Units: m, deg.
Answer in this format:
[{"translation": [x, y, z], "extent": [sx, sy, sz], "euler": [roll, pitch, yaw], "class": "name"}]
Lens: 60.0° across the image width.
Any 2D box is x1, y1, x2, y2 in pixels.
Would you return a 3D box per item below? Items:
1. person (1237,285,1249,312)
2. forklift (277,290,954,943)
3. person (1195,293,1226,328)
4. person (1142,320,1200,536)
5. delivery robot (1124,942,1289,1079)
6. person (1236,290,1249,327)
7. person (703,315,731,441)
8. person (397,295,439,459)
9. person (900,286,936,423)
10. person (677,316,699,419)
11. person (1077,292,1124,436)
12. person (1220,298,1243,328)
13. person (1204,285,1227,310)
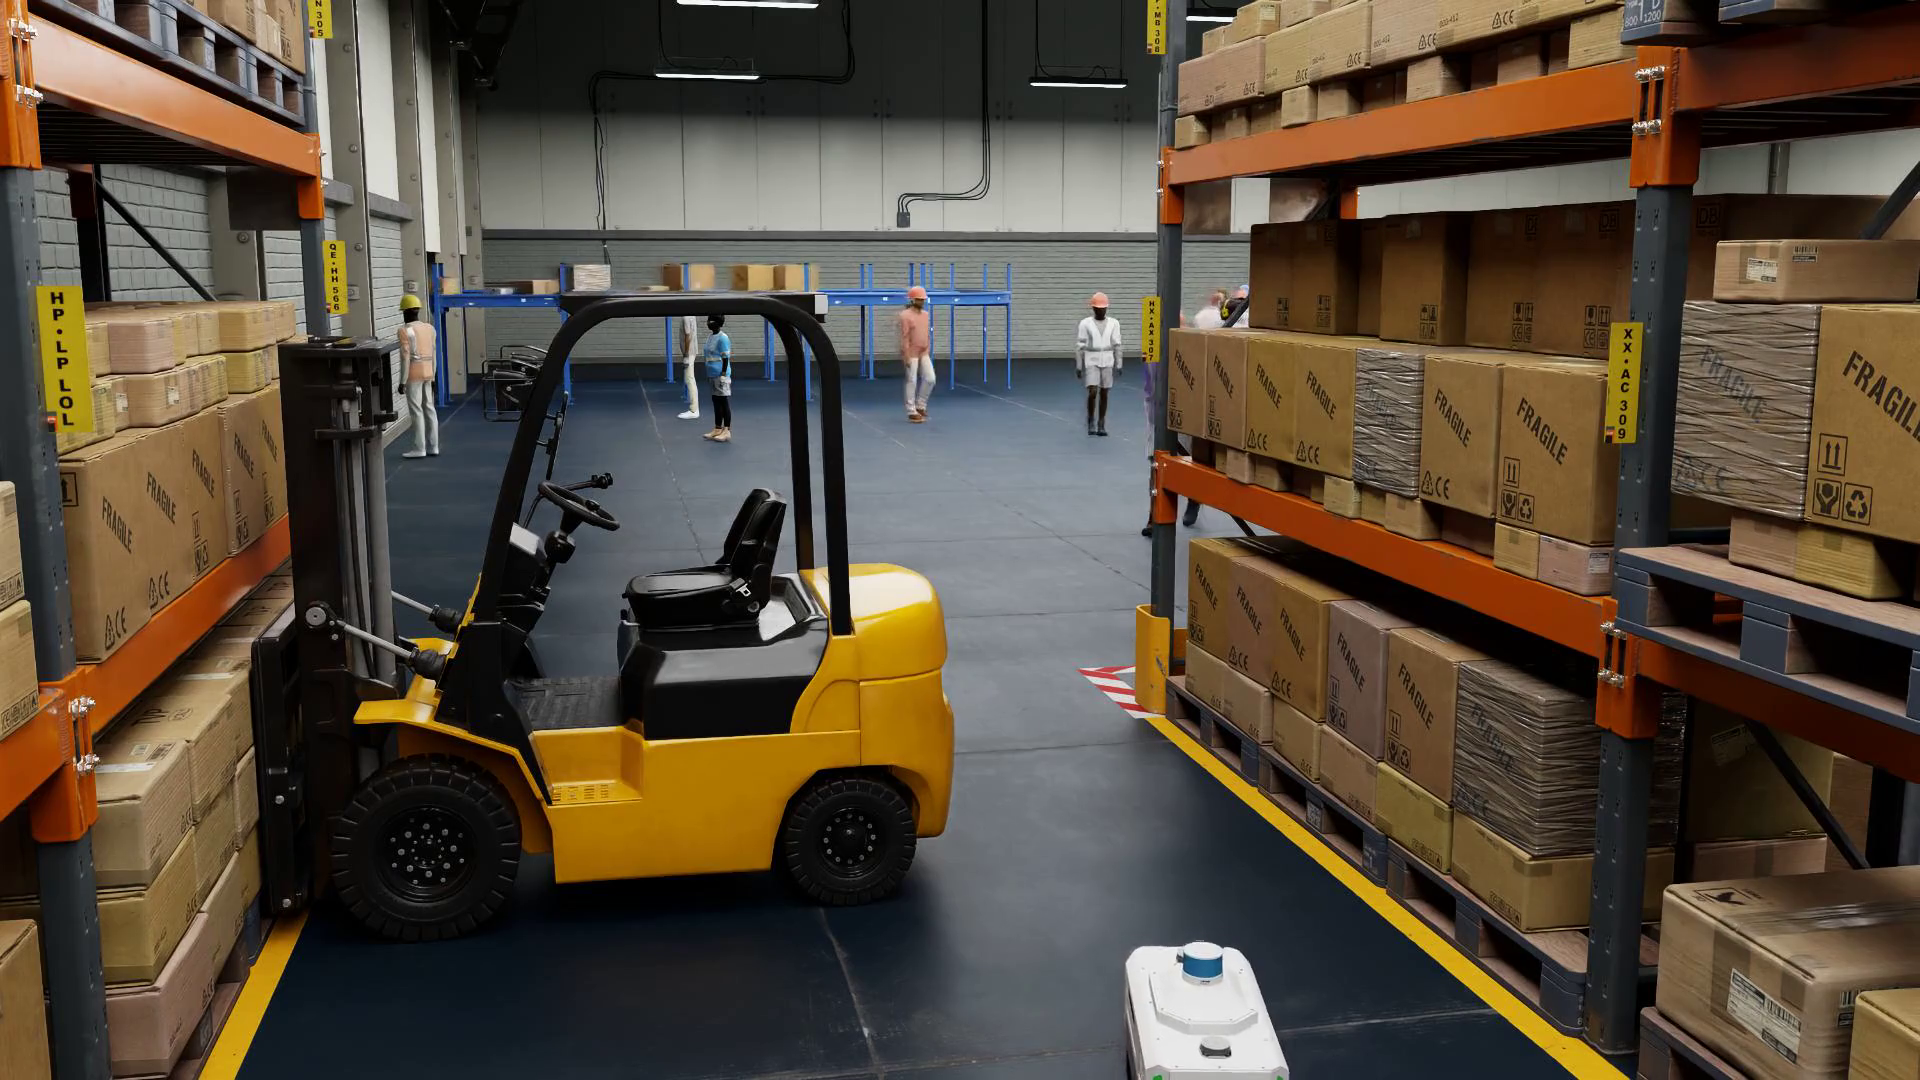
[{"translation": [4.889, -3.419, 28.668], "extent": [0.605, 1.949, 0.383], "euler": [8, 12, 42], "class": "person"}, {"translation": [-1.179, 0.175, 6.143], "extent": [2.313, 2.155, 1.214], "euler": [-2, 10, -12], "class": "forklift"}, {"translation": [3.969, -2.935, 26.037], "extent": [0.627, 1.840, 1.014], "euler": [8, 12, 39], "class": "person"}, {"translation": [1.832, -1.022, 14.207], "extent": [0.555, 1.908, 0.923], "euler": [5, 10, 27], "class": "person"}, {"translation": [0.609, 1.262, 4.207], "extent": [0.477, 0.478, 0.707], "euler": [0, 9, 1], "class": "delivery robot"}, {"translation": [4.600, -3.081, 26.864], "extent": [1.004, 1.858, 0.621], "euler": [-3, 10, -19], "class": "person"}, {"translation": [-3.158, -2.143, 21.651], "extent": [0.319, 1.697, 0.533], "euler": [-6, 11, -31], "class": "person"}, {"translation": [-6.441, -1.933, 19.682], "extent": [0.386, 1.922, 0.594], "euler": [4, 10, 22], "class": "person"}, {"translation": [-0.607, -2.691, 24.140], "extent": [0.492, 1.974, 0.636], "euler": [9, 13, 43], "class": "person"}, {"translation": [-4.087, -2.756, 24.920], "extent": [0.318, 1.860, 0.519], "euler": [-1, 9, -5], "class": "person"}, {"translation": [1.873, -2.335, 22.181], "extent": [0.576, 1.911, 0.629], "euler": [-1, 9, -9], "class": "person"}, {"translation": [3.332, -2.061, 20.637], "extent": [0.313, 1.870, 0.529], "euler": [6, 11, 34], "class": "person"}, {"translation": [4.923, -3.839, 31.342], "extent": [0.652, 1.909, 0.733], "euler": [-2, 9, -11], "class": "person"}]
